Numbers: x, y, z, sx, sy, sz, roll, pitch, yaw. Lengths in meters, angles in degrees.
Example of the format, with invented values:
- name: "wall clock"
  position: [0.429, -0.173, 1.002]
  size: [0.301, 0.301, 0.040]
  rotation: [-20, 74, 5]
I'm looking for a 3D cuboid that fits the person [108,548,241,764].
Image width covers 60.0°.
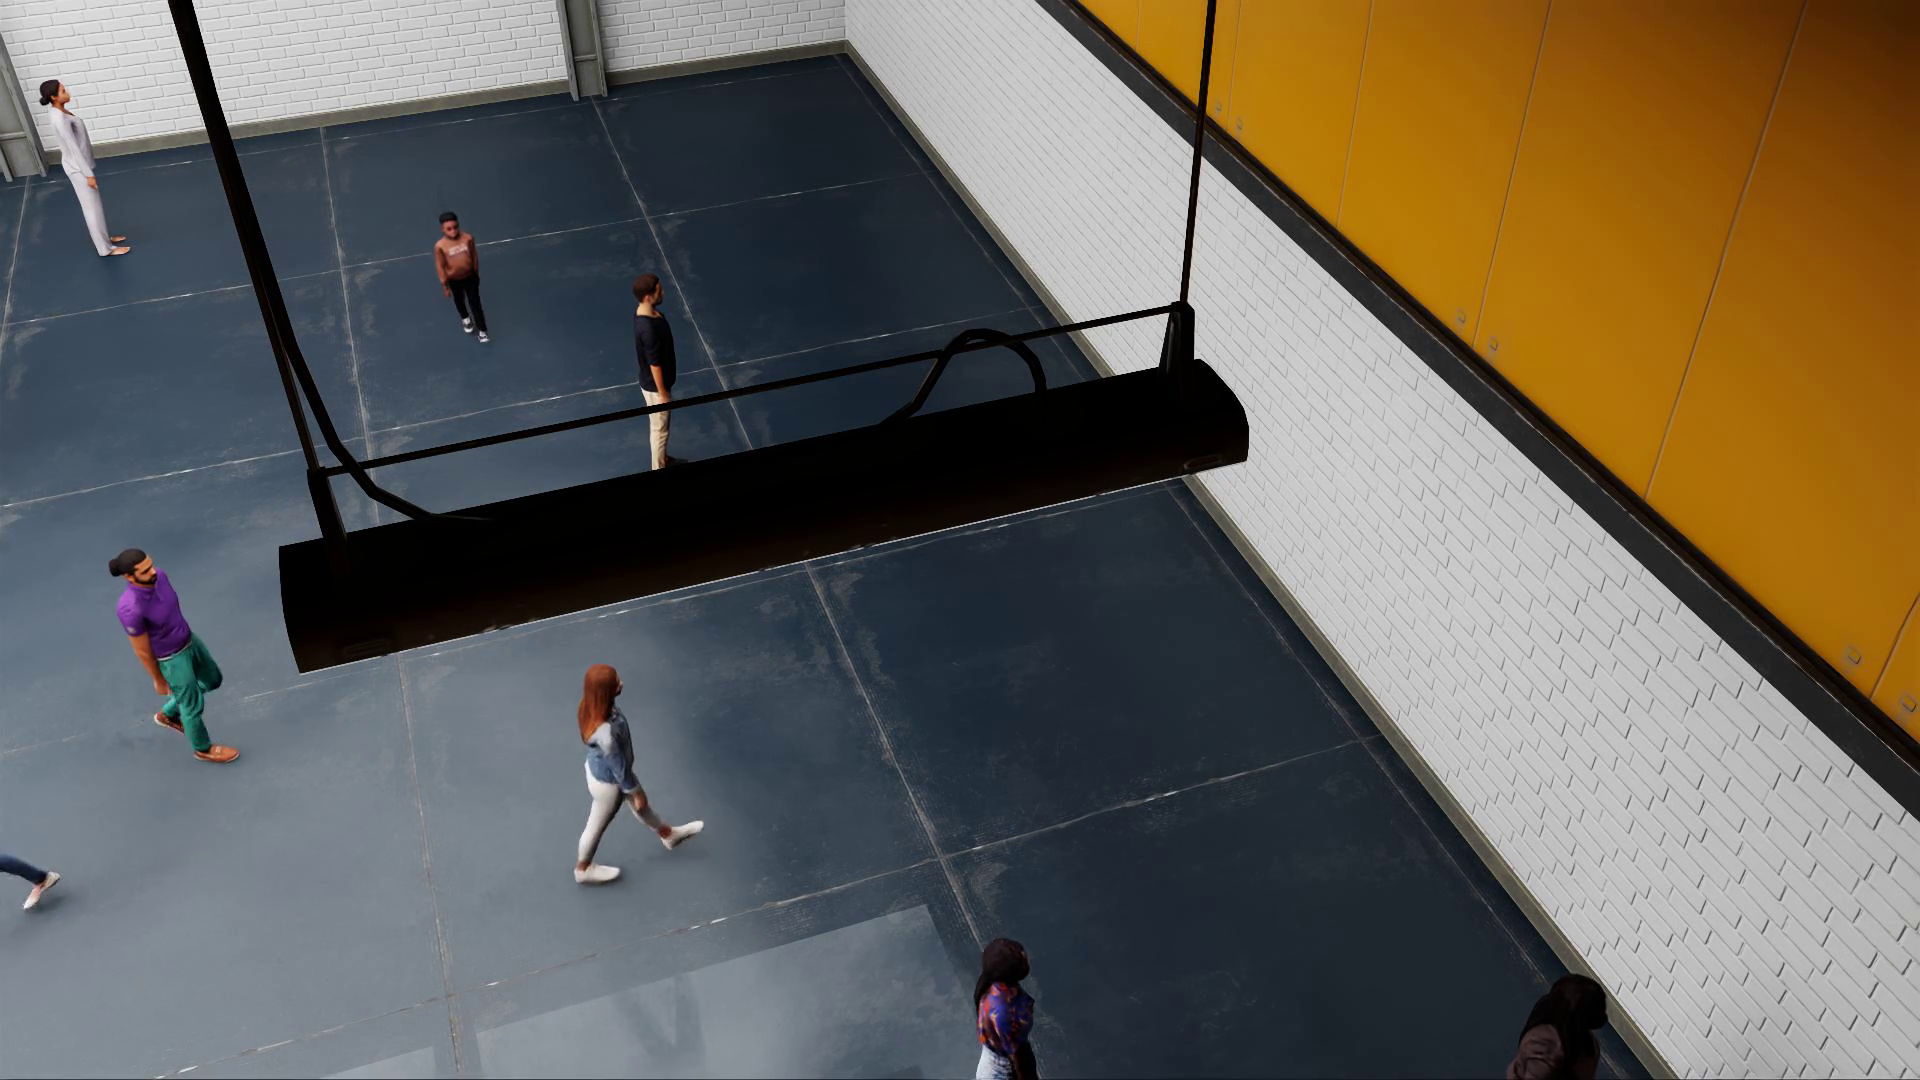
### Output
- name: "person"
  position: [-5.074, 0.734, 10.535]
  size: [0.886, 1.748, 0.789]
  rotation: [1, 39, 1]

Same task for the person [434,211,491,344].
- name: "person"
  position: [-4.476, -2.385, 14.862]
  size: [0.827, 1.223, 0.651]
  rotation: [-18, 42, -21]

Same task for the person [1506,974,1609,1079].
- name: "person"
  position: [2.751, 2.691, 8.013]
  size: [0.808, 1.838, 0.742]
  rotation: [18, 42, 21]

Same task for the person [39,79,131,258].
- name: "person"
  position: [-8.441, -3.576, 15.941]
  size: [0.603, 1.737, 0.666]
  rotation: [-20, 43, -24]

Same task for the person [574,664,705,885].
- name: "person"
  position: [-2.149, 1.411, 9.756]
  size: [1.062, 1.663, 0.693]
  rotation: [-10, 40, -12]

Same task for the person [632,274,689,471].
- name: "person"
  position: [-2.367, -1.230, 12.910]
  size: [0.556, 1.853, 0.656]
  rotation: [-8, 39, -10]

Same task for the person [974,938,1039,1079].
- name: "person"
  position: [0.121, 2.595, 8.233]
  size: [1.153, 1.714, 0.847]
  rotation: [1, 39, 1]
